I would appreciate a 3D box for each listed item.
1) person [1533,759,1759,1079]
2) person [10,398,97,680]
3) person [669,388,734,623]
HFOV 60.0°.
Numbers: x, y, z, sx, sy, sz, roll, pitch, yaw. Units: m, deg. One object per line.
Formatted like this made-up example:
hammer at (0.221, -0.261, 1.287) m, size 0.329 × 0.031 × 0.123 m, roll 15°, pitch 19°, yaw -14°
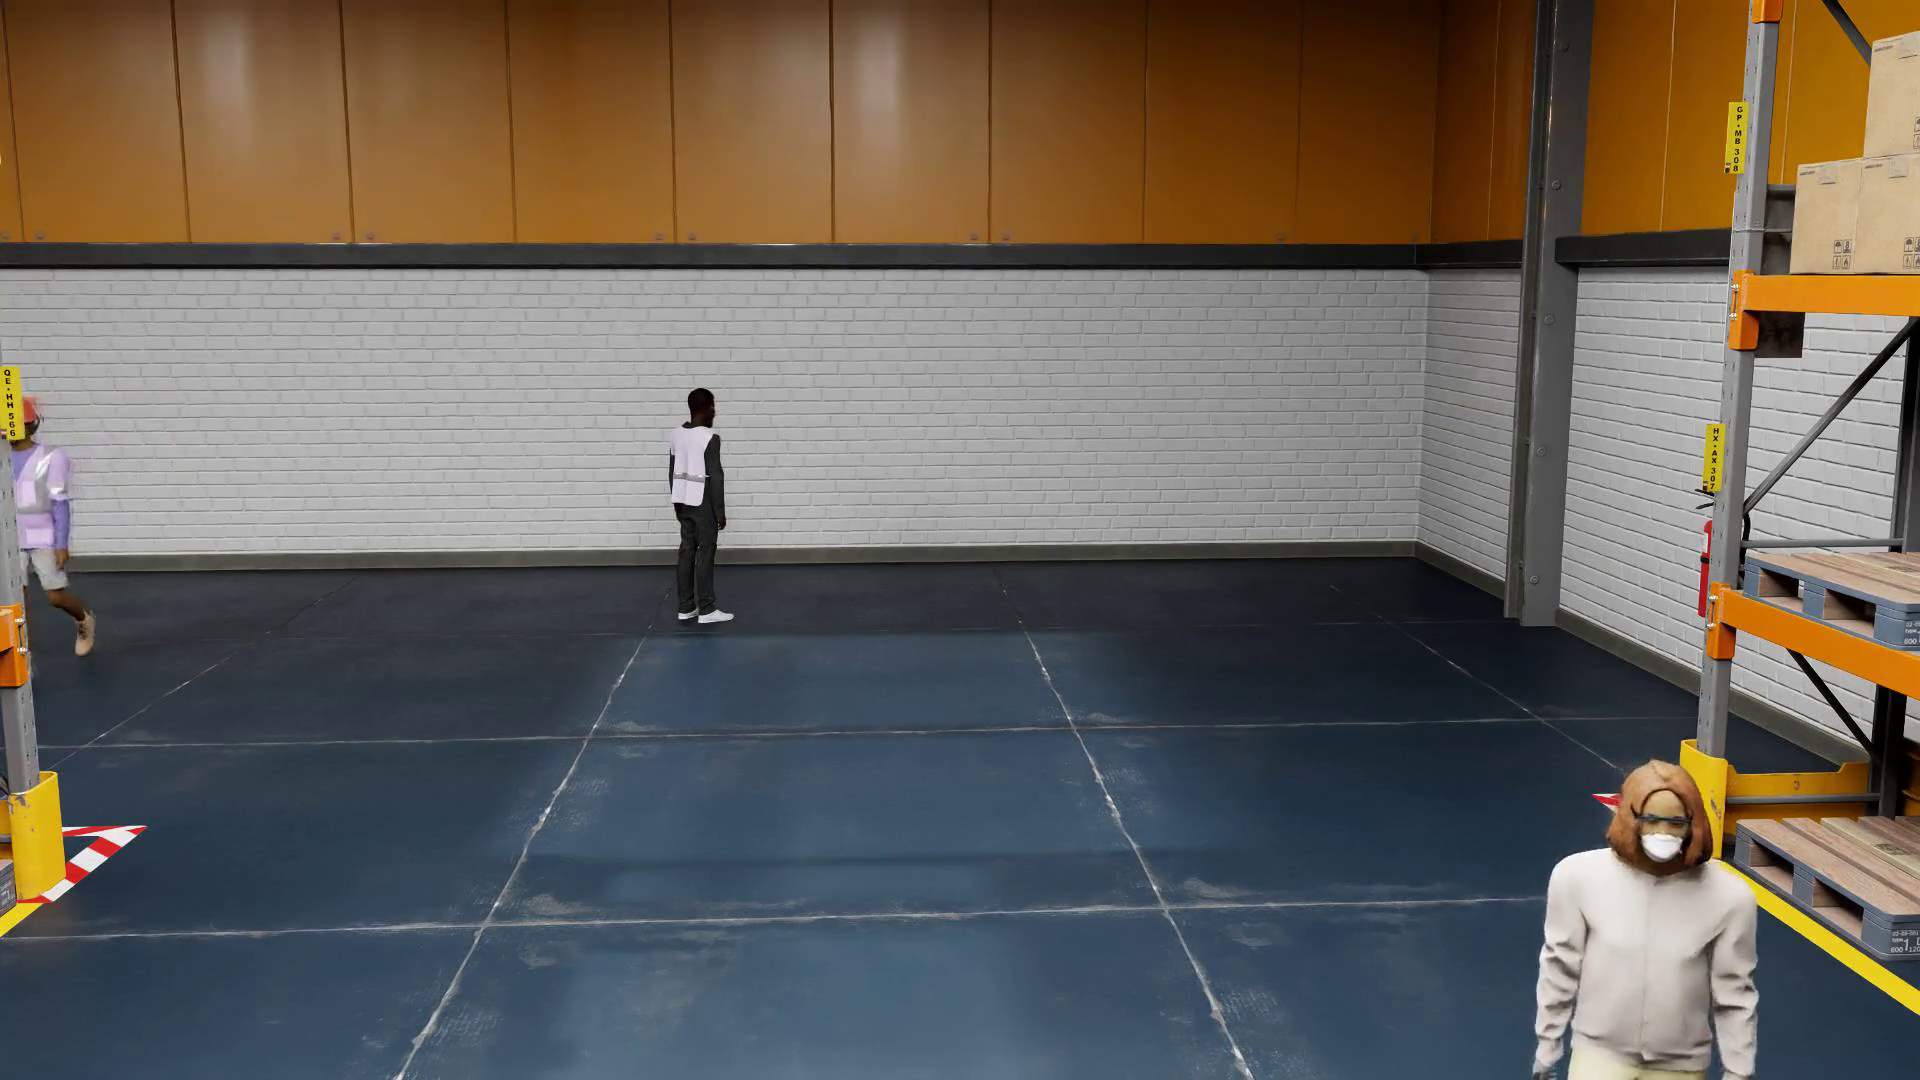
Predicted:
person at (1.737, 1.356, 4.226) m, size 0.522 × 1.618 × 0.425 m, roll 2°, pitch 9°, yaw 15°
person at (-6.491, -0.025, 11.721) m, size 0.603 × 2.016 × 0.860 m, roll 0°, pitch 9°, yaw 2°
person at (-2.150, -0.280, 13.605) m, size 0.597 × 1.915 × 0.369 m, roll 8°, pitch 12°, yaw 41°
